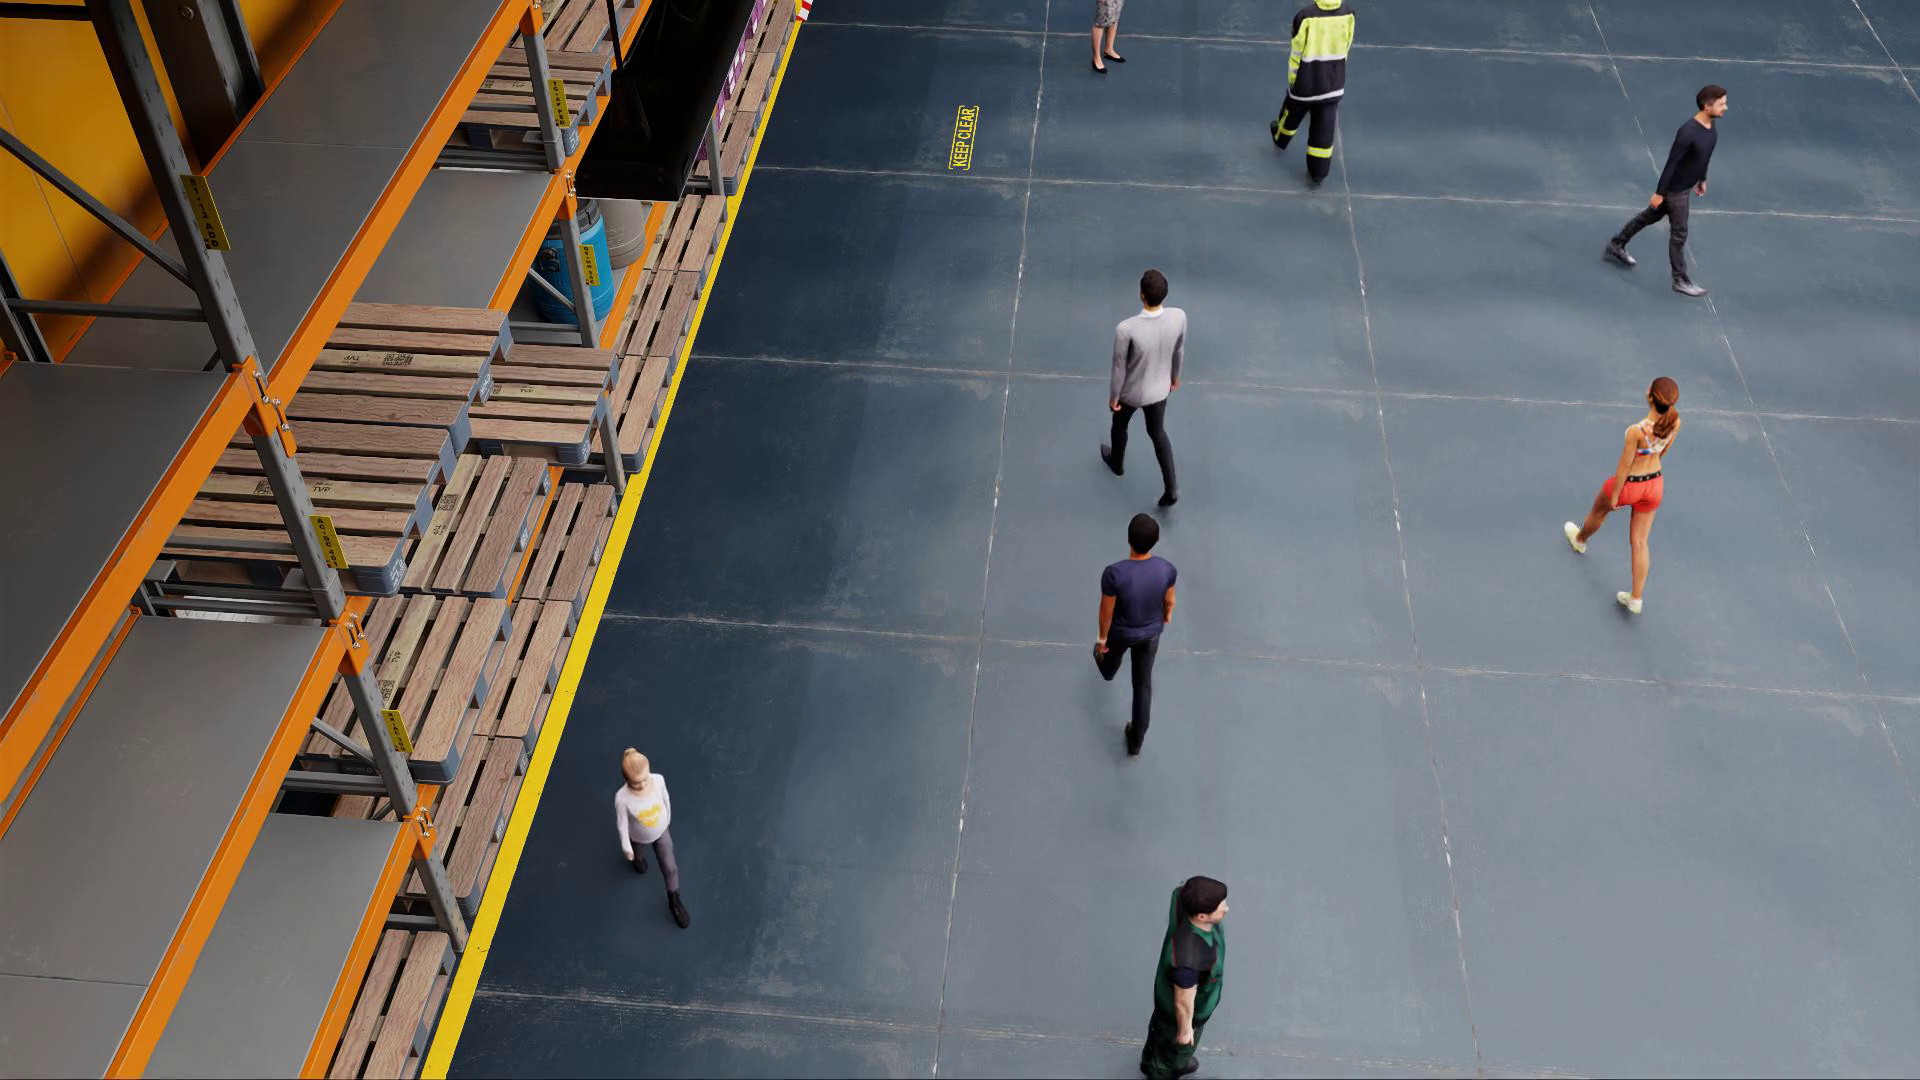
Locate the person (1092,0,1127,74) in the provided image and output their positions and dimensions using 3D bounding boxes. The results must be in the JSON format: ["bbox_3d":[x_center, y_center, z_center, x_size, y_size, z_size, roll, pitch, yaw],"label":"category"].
[{"bbox_3d":[1.535,-5.651,16.942,0.622,1.705,0.699,-34,53,-31],"label":"person"}]

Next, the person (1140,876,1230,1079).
[{"bbox_3d":[1.132,2.301,8.454,0.733,1.899,0.483,4,44,4],"label":"person"}]

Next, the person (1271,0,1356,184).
[{"bbox_3d":[3.310,-4.228,15.284,0.978,1.931,1.281,-7,44,-7],"label":"person"}]

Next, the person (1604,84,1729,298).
[{"bbox_3d":[5.992,-3.014,14.087,1.196,1.825,1.228,32,52,29],"label":"person"}]

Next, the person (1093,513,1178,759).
[{"bbox_3d":[1.101,0.633,10.321,0.847,1.738,1.186,-5,44,-6],"label":"person"}]

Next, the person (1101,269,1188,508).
[{"bbox_3d":[1.371,-1.062,11.962,1.085,1.929,1.300,-15,46,-15],"label":"person"}]

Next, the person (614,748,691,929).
[{"bbox_3d":[-1.844,1.631,9.620,0.816,1.259,0.967,-21,48,-21],"label":"person"}]

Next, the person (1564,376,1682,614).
[{"bbox_3d":[4.631,-0.284,11.280,0.791,1.743,1.235,-8,44,-9],"label":"person"}]
